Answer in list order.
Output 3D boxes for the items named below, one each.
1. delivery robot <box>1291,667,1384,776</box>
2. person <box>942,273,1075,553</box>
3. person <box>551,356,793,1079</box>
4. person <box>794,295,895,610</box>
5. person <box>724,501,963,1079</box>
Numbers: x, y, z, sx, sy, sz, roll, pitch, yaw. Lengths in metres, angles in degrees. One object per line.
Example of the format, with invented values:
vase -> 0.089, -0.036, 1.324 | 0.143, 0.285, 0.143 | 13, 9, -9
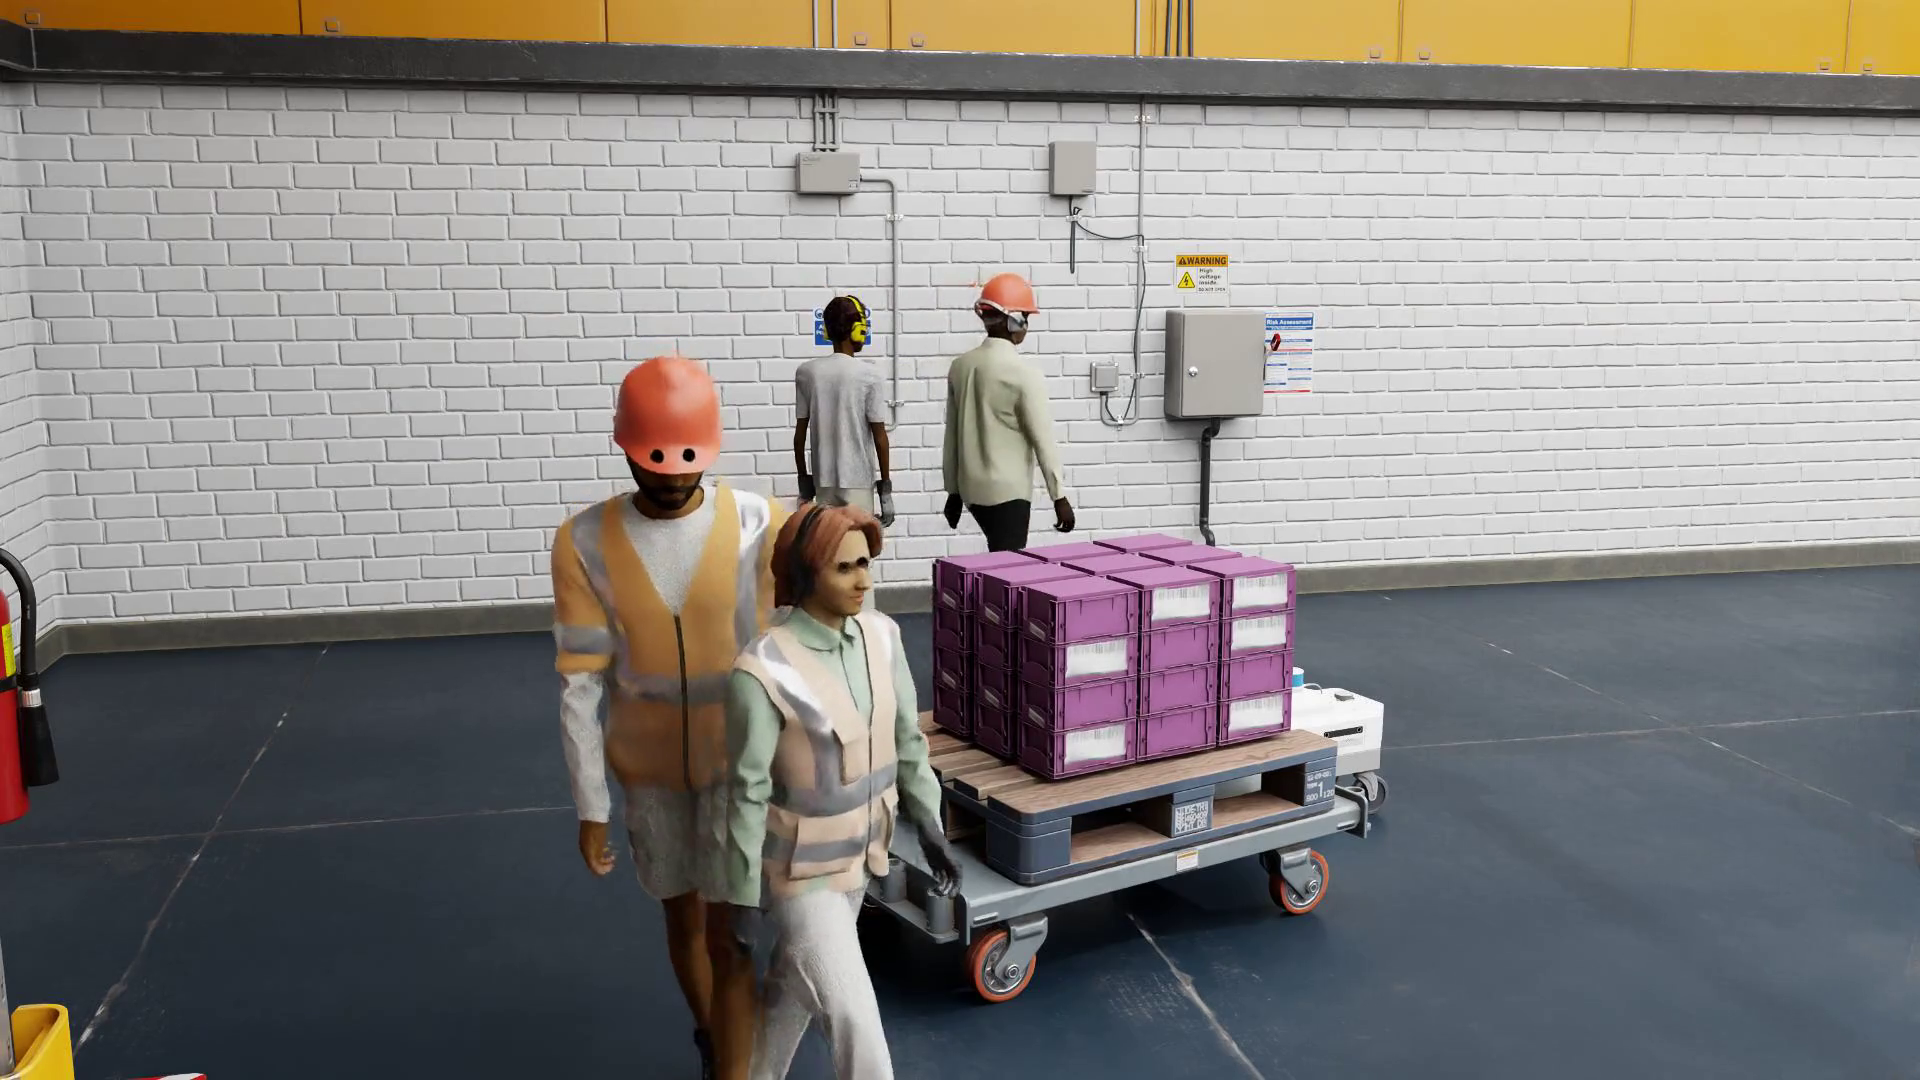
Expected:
delivery robot -> 1.212, 0.712, 6.143 | 0.707, 0.478, 0.477 | -5, 11, -27
person -> 0.244, -0.226, 7.648 | 0.539, 1.973, 0.632 | -6, 12, -32
person -> -0.606, 0.534, 3.703 | 0.568, 1.877, 0.854 | -1, 10, -4
person -> -0.557, -0.249, 8.098 | 0.532, 1.864, 0.310 | 4, 11, 23
person -> -0.258, 0.704, 3.562 | 0.864, 1.590, 0.529 | 6, 12, 31
